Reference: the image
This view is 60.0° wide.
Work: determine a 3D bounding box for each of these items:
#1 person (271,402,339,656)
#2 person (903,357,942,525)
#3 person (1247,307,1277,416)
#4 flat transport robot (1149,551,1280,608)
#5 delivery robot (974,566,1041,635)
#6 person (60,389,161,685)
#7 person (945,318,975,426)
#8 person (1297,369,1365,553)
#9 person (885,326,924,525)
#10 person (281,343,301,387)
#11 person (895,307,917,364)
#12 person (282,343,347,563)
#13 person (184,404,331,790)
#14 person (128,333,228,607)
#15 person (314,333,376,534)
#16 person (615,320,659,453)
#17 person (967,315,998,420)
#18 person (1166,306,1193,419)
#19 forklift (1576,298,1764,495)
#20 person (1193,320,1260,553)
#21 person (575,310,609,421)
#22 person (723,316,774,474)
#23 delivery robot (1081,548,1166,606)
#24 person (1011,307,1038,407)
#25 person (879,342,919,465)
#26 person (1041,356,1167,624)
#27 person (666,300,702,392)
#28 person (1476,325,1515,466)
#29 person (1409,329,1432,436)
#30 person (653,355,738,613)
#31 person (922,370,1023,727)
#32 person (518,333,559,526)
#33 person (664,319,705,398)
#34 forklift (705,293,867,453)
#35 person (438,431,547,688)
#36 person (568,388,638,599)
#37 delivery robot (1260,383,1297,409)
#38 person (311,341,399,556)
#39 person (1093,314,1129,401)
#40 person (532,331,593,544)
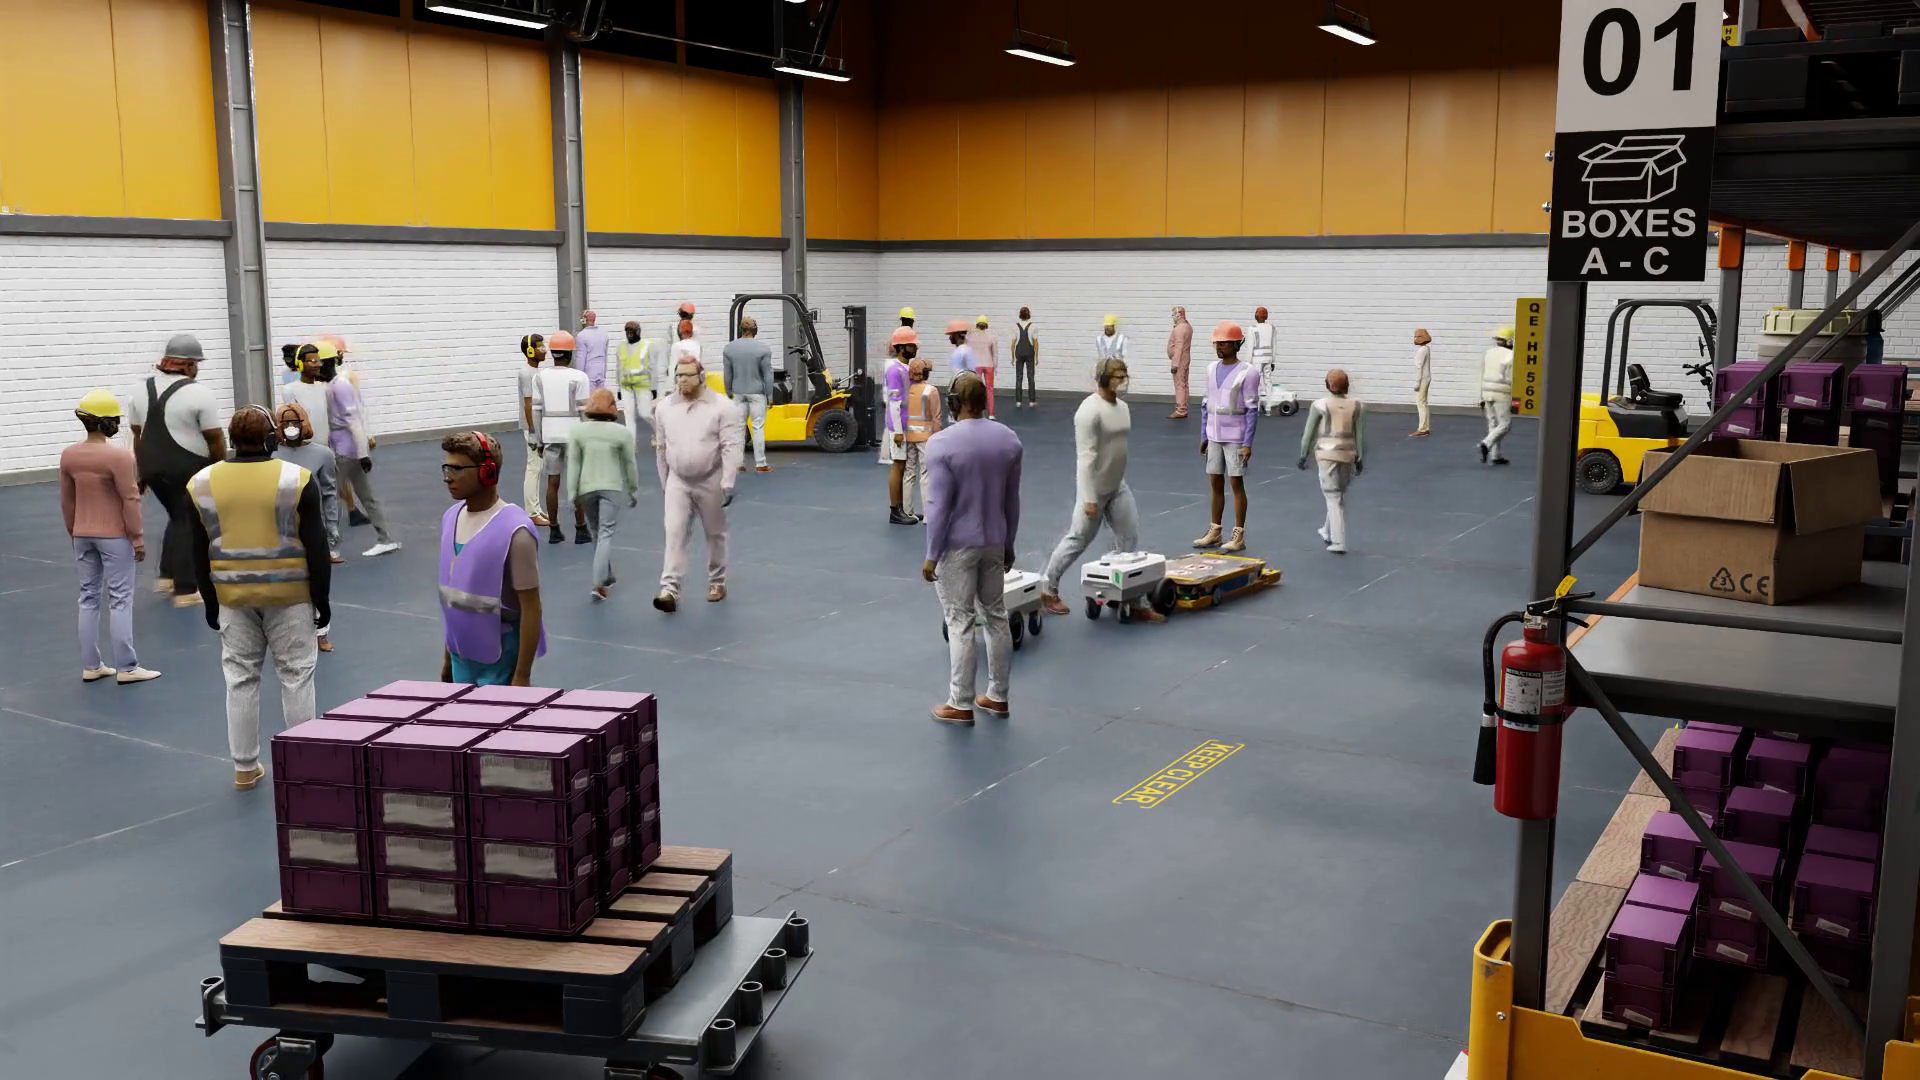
[{"bbox_3d":[-4.276,-0.074,10.747,0.498,1.634,0.280,-4,10,-22],"label":"person"},{"bbox_3d":[-0.389,-0.964,16.288,0.515,1.641,0.308,7,11,37],"label":"person"},{"bbox_3d":[5.184,-3.067,28.653,0.573,1.883,0.354,-3,10,-20],"label":"person"},{"bbox_3d":[1.839,0.289,12.722,0.652,0.197,1.431,7,11,36],"label":"flat transport robot"},{"bbox_3d":[0.263,0.363,11.089,0.477,0.478,0.707,5,10,28],"label":"delivery robot"},{"bbox_3d":[-5.112,-0.016,9.978,0.533,1.767,0.323,3,10,17],"label":"person"},{"bbox_3d":[0.082,-1.750,20.365,0.600,1.918,0.565,3,10,17],"label":"person"},{"bbox_3d":[3.286,-0.710,14.802,0.531,1.598,0.821,-2,9,-15],"label":"person"},{"bbox_3d":[-0.540,-1.126,16.356,0.354,1.942,0.545,2,9,13],"label":"person"},{"bbox_3d":[-7.538,-1.459,19.296,0.544,1.669,0.651,5,11,30],"label":"person"},{"bbox_3d":[-0.869,-2.743,26.502,0.384,1.922,0.594,-3,9,-16],"label":"person"},{"bbox_3d":[-5.407,-0.700,13.907,0.328,1.876,0.513,3,9,17],"label":"person"},{"bbox_3d":[-3.306,0.276,7.923,0.627,1.844,0.429,-1,9,-6],"label":"person"},{"bbox_3d":[-5.750,-0.534,12.353,0.702,2.000,0.568,3,10,20],"label":"person"},{"bbox_3d":[-5.919,-1.015,15.820,0.555,1.902,0.945,4,10,22],"label":"person"},{"bbox_3d":[-4.396,-2.085,22.713,0.641,1.825,0.563,3,10,17],"label":"person"},{"bbox_3d":[0.373,-2.872,27.800,0.523,1.769,0.315,-1,9,-4],"label":"person"},{"bbox_3d":[3.714,-3.011,28.242,0.407,1.905,0.638,4,10,22],"label":"person"},{"bbox_3d":[7.954,-1.589,18.462,2.313,2.155,1.214,5,11,30],"label":"forklift"},{"bbox_3d":[2.351,-0.912,14.705,0.375,2.044,0.605,-7,12,-39],"label":"person"},{"bbox_3d":[-5.588,-2.514,25.128,0.408,1.909,0.638,5,10,28],"label":"person"},{"bbox_3d":[-2.578,-1.769,20.381,0.635,1.939,0.361,2,9,13],"label":"person"},{"bbox_3d":[1.166,0.240,11.855,0.477,0.478,0.707,7,11,36],"label":"delivery robot"},{"bbox_3d":[1.196,-3.374,30.687,0.505,1.847,0.347,1,9,8],"label":"person"},{"bbox_3d":[-0.733,-1.774,21.433,0.812,1.603,0.527,-5,10,-27],"label":"person"},{"bbox_3d":[0.974,-0.365,11.783,1.014,1.895,0.647,6,11,35],"label":"person"},{"bbox_3d":[-4.402,-2.796,26.505,0.643,2.027,0.567,3,10,18],"label":"person"},{"bbox_3d":[6.793,-1.822,21.099,0.627,1.812,0.606,-5,11,-30],"label":"person"},{"bbox_3d":[6.992,-2.383,25.192,0.279,1.624,0.494,4,10,24],"label":"person"},{"bbox_3d":[-1.939,-0.407,12.146,0.648,1.855,0.999,1,9,5],"label":"person"},{"bbox_3d":[0.062,0.044,9.068,0.635,1.936,0.354,-7,12,-38],"label":"person"},{"bbox_3d":[-4.130,-1.066,16.241,0.328,1.862,0.514,-1,9,-5],"label":"person"},{"bbox_3d":[-3.643,-2.060,22.487,0.922,1.848,0.608,5,10,27],"label":"person"},{"bbox_3d":[-2.458,-2.344,23.176,2.313,2.155,1.214,0,9,-2],"label":"forklift"},{"bbox_3d":[-1.863,0.483,6.610,0.570,1.845,0.380,8,12,41],"label":"person"},{"bbox_3d":[-2.732,-0.359,12.684,0.509,1.585,0.863,0,9,2],"label":"person"},{"bbox_3d":[5.472,-2.479,28.824,0.707,0.478,0.477,3,10,21],"label":"delivery robot"},{"bbox_3d":[-5.323,-0.763,14.280,0.937,1.876,0.613,-4,10,-21],"label":"person"},{"bbox_3d":[2.444,-2.730,26.768,0.607,1.814,0.554,4,10,23],"label":"person"},{"bbox_3d":[-3.598,-0.927,15.125,0.546,1.939,0.375,2,9,9],"label":"person"}]
